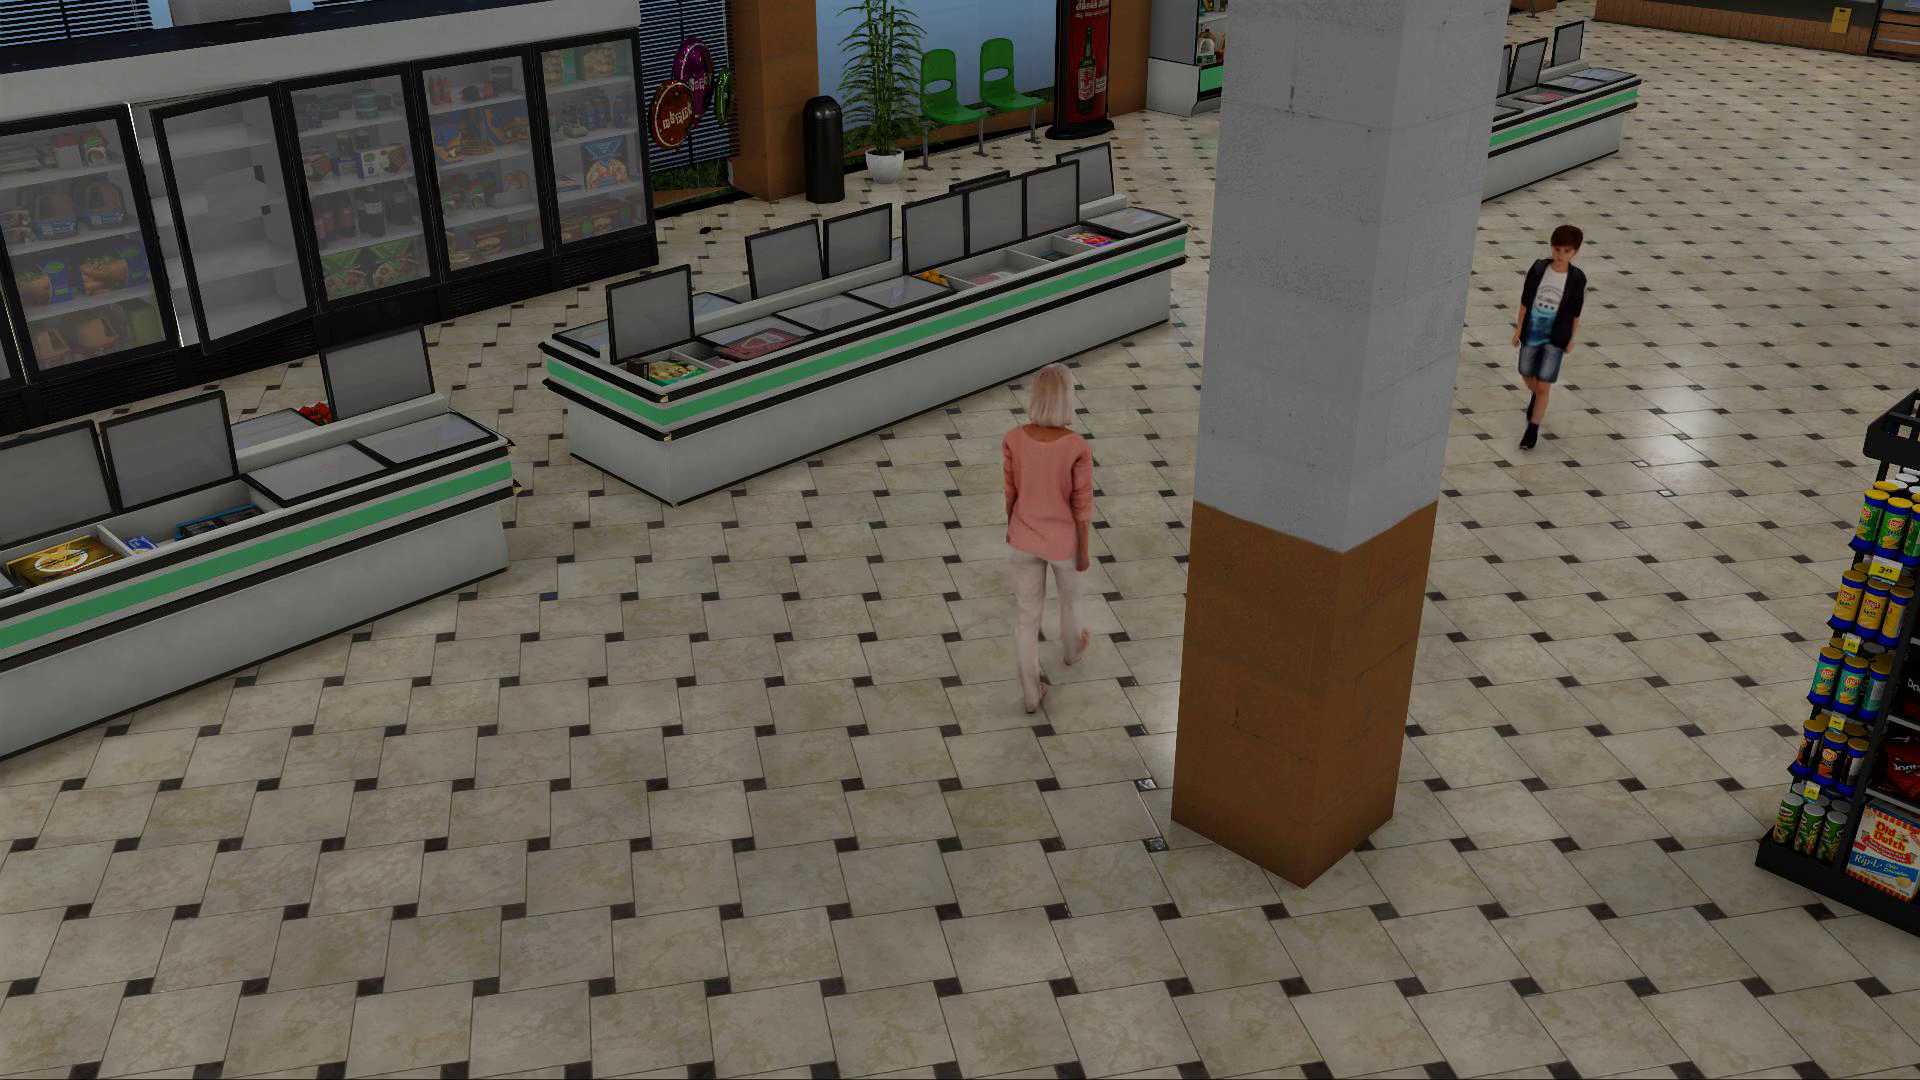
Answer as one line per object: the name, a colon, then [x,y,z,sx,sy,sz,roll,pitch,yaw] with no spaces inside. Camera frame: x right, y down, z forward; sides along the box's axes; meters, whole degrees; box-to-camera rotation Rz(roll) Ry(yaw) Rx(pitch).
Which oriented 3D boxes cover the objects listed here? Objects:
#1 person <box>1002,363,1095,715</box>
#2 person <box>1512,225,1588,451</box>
person: [0.379,0.036,7.775,0.870,1.703,1.040,8,28,16]
person: [3.813,-1.345,10.809,0.638,1.422,0.985,18,32,31]
